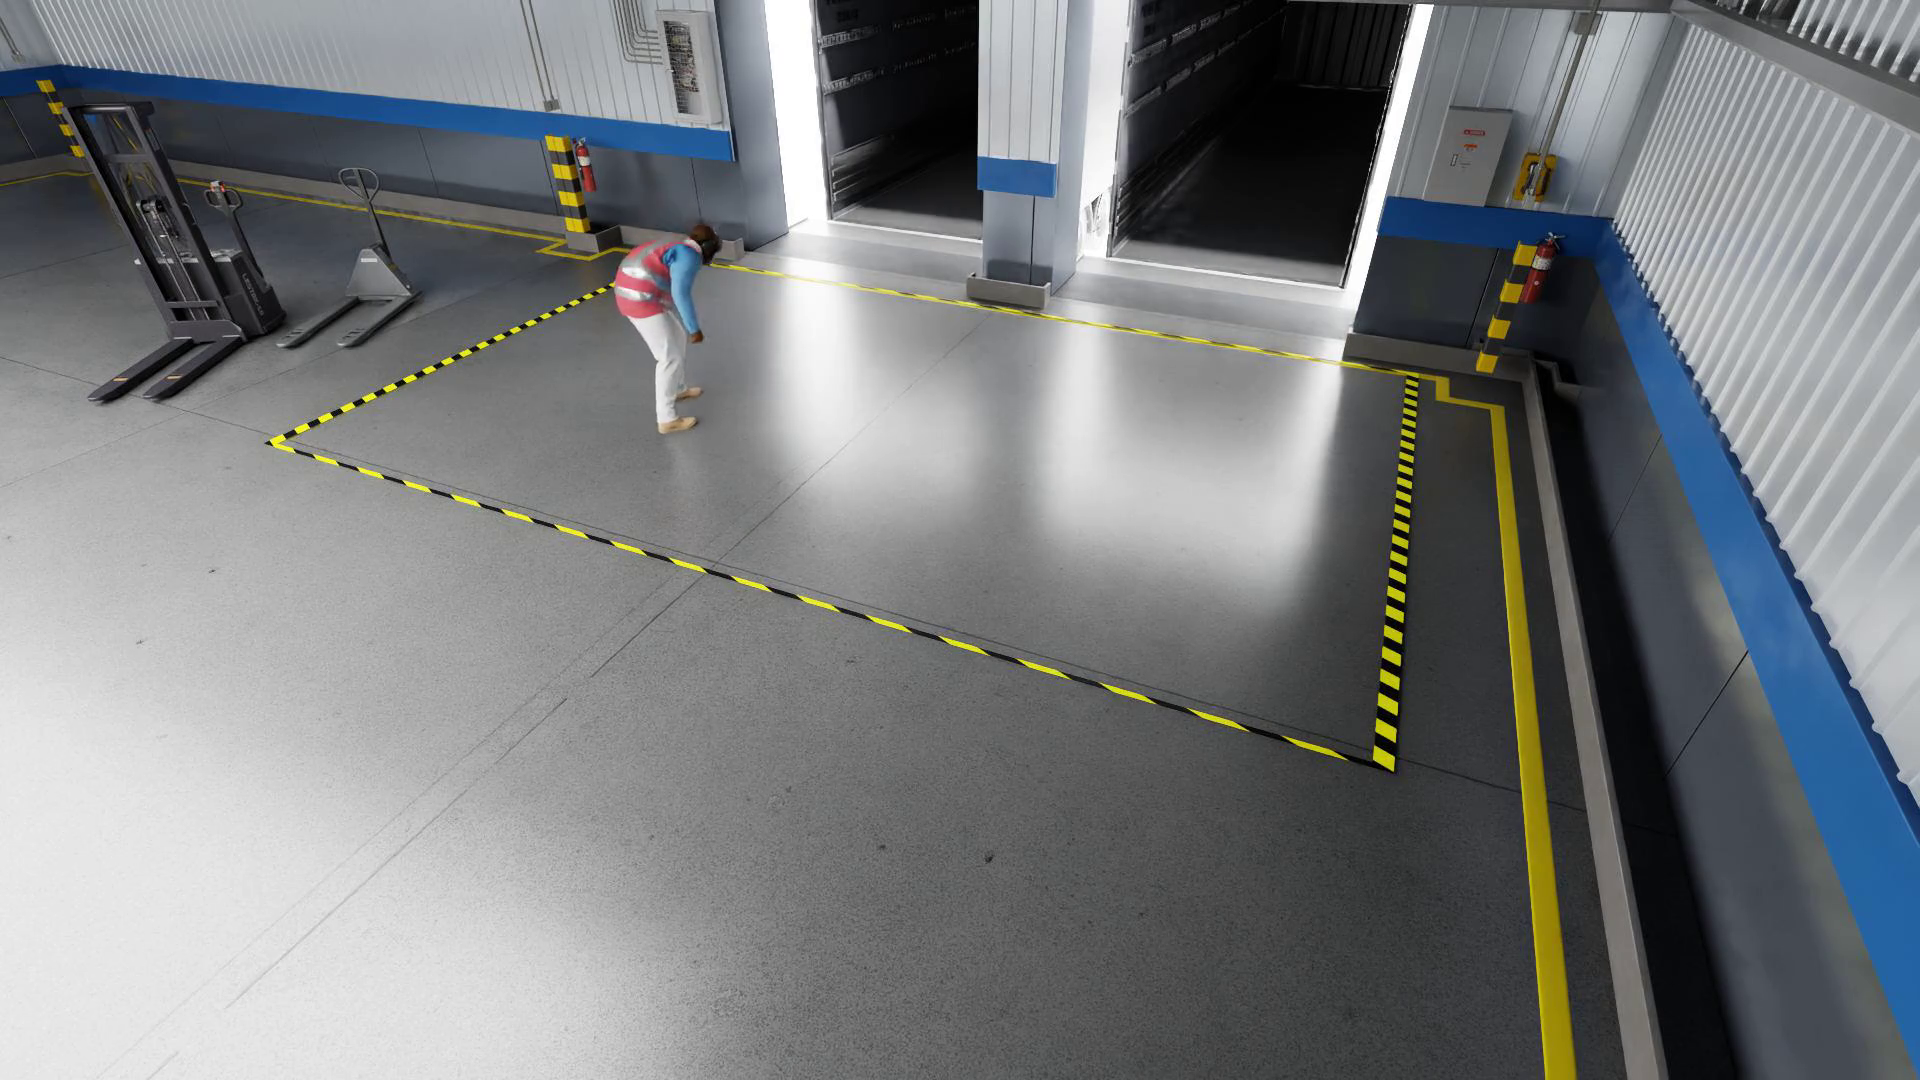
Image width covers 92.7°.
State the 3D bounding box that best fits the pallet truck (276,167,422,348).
[{"bbox_3d":[-5.732,-2.611,8.414,0.680,1.201,1.601,-1,35,-1],"label":"pallet truck"}]

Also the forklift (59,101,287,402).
[{"bbox_3d":[-6.686,-2.387,7.434,0.823,1.965,1.885,-3,35,-5],"label":"forklift"}]

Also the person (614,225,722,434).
[{"bbox_3d":[-2.112,-1.624,6.952,0.850,1.334,0.920,-14,37,-19],"label":"person"}]
